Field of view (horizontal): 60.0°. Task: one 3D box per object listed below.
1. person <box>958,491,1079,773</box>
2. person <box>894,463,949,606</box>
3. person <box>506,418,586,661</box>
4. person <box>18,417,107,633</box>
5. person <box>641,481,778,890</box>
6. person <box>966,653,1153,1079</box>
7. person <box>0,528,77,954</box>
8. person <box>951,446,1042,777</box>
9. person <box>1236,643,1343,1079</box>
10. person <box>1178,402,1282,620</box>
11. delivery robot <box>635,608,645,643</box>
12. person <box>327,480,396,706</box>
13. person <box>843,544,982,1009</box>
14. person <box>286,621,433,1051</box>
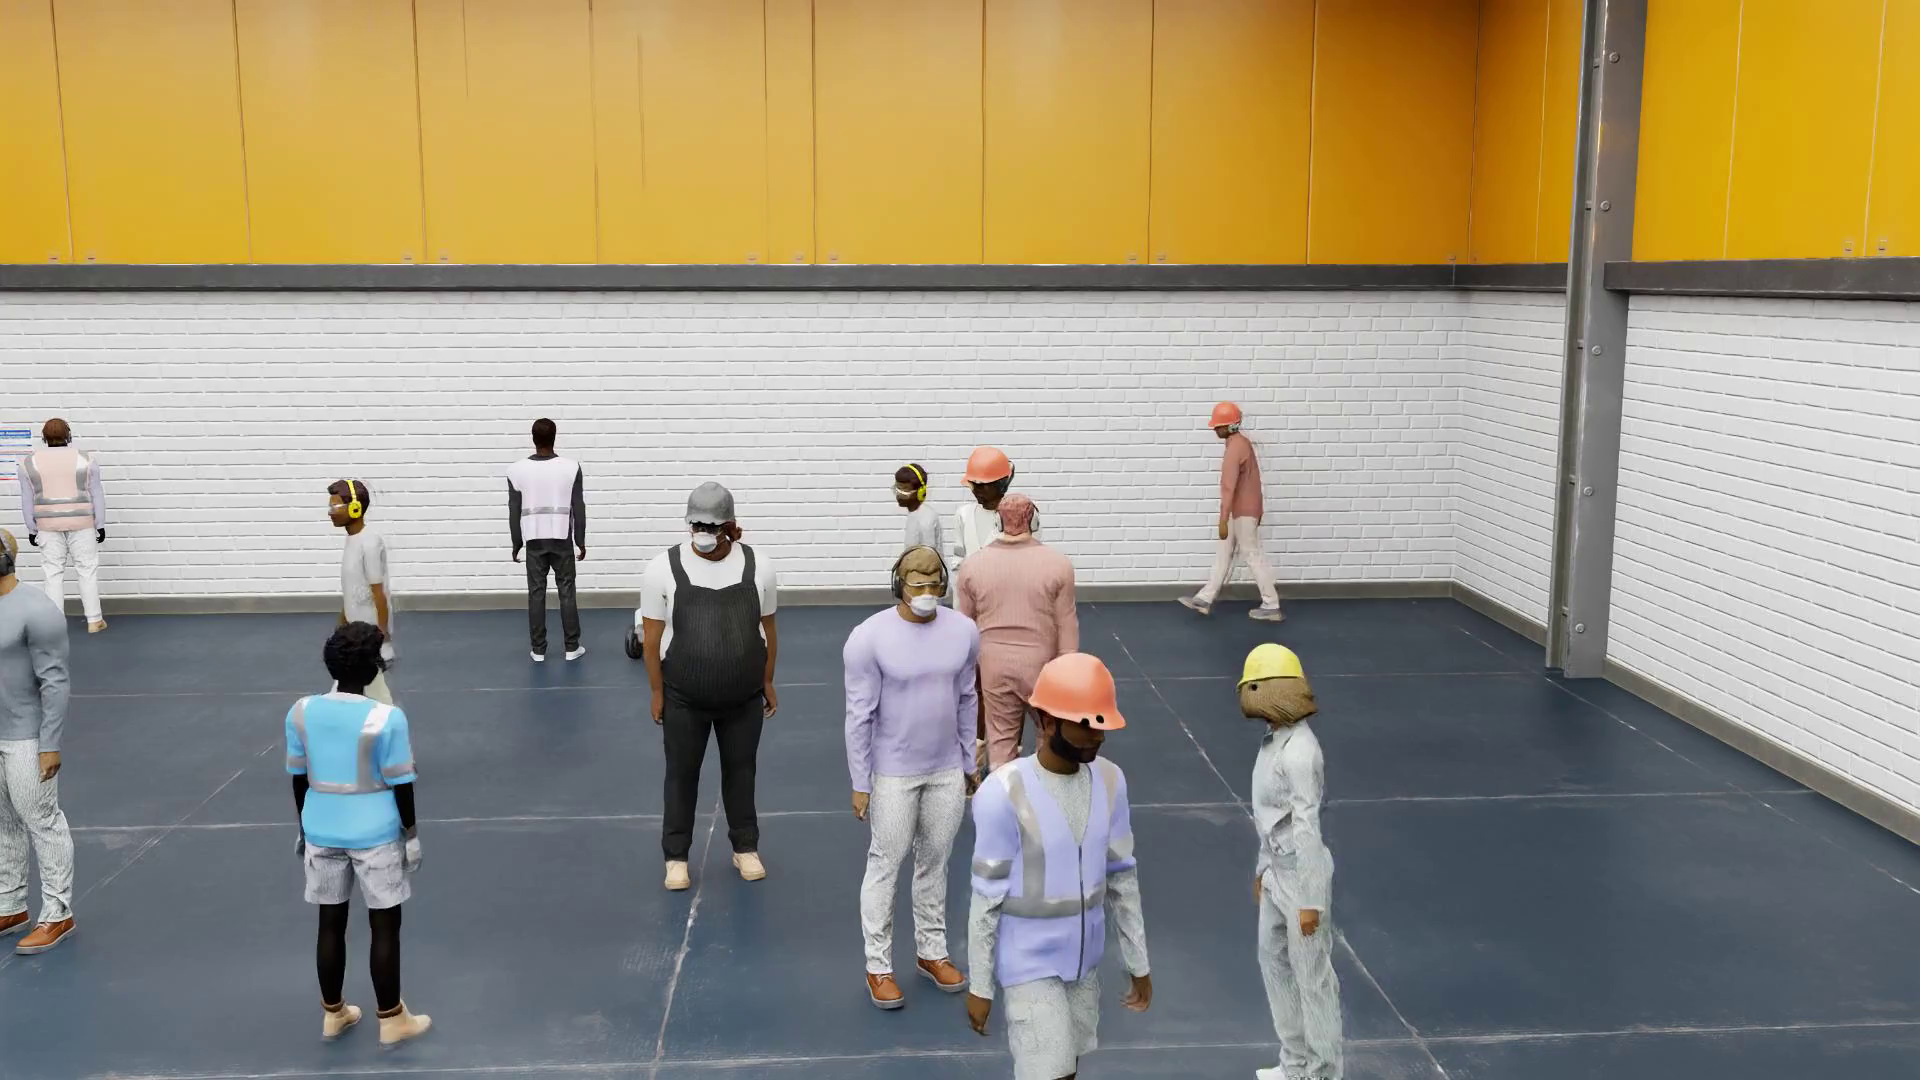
[{"bbox_3d":[0.323,0.676,8.909,0.681,1.893,0.511,3,9,16],"label":"person"},{"bbox_3d":[-0.213,0.405,10.924,0.657,1.838,0.533,-1,9,-5],"label":"person"},{"bbox_3d":[-3.238,0.003,13.081,0.587,1.920,0.394,-1,9,-7],"label":"person"},{"bbox_3d":[-7.552,-0.113,14.047,0.627,1.846,0.429,-4,10,-22],"label":"person"},{"bbox_3d":[-1.210,0.711,8.250,0.683,2.000,0.536,-3,10,-19],"label":"person"},{"bbox_3d":[0.368,1.292,4.965,0.579,1.920,0.652,-7,12,-38],"label":"person"},{"bbox_3d":[-4.272,0.886,7.477,0.630,1.940,0.372,3,10,18],"label":"person"},{"bbox_3d":[0.188,0.452,9.904,0.608,2.033,0.404,7,11,36],"label":"person"},{"bbox_3d":[1.192,1.244,5.976,0.377,1.705,0.611,0,9,-1],"label":"person"},{"bbox_3d":[2.394,-0.245,14.583,0.970,1.929,0.637,2,9,15],"label":"person"},{"bbox_3d":[-2.308,0.602,13.295,0.477,0.478,0.707,2,9,15],"label":"delivery robot"},{"bbox_3d":[-3.586,0.568,9.742,0.705,1.845,0.568,-5,10,-30],"label":"person"},{"bbox_3d":[-0.187,0.968,6.959,0.635,1.936,0.352,-6,11,-31],"label":"person"},{"bbox_3d":[-2.384,1.157,6.548,0.582,1.692,0.316,2,9,14],"label":"person"}]
